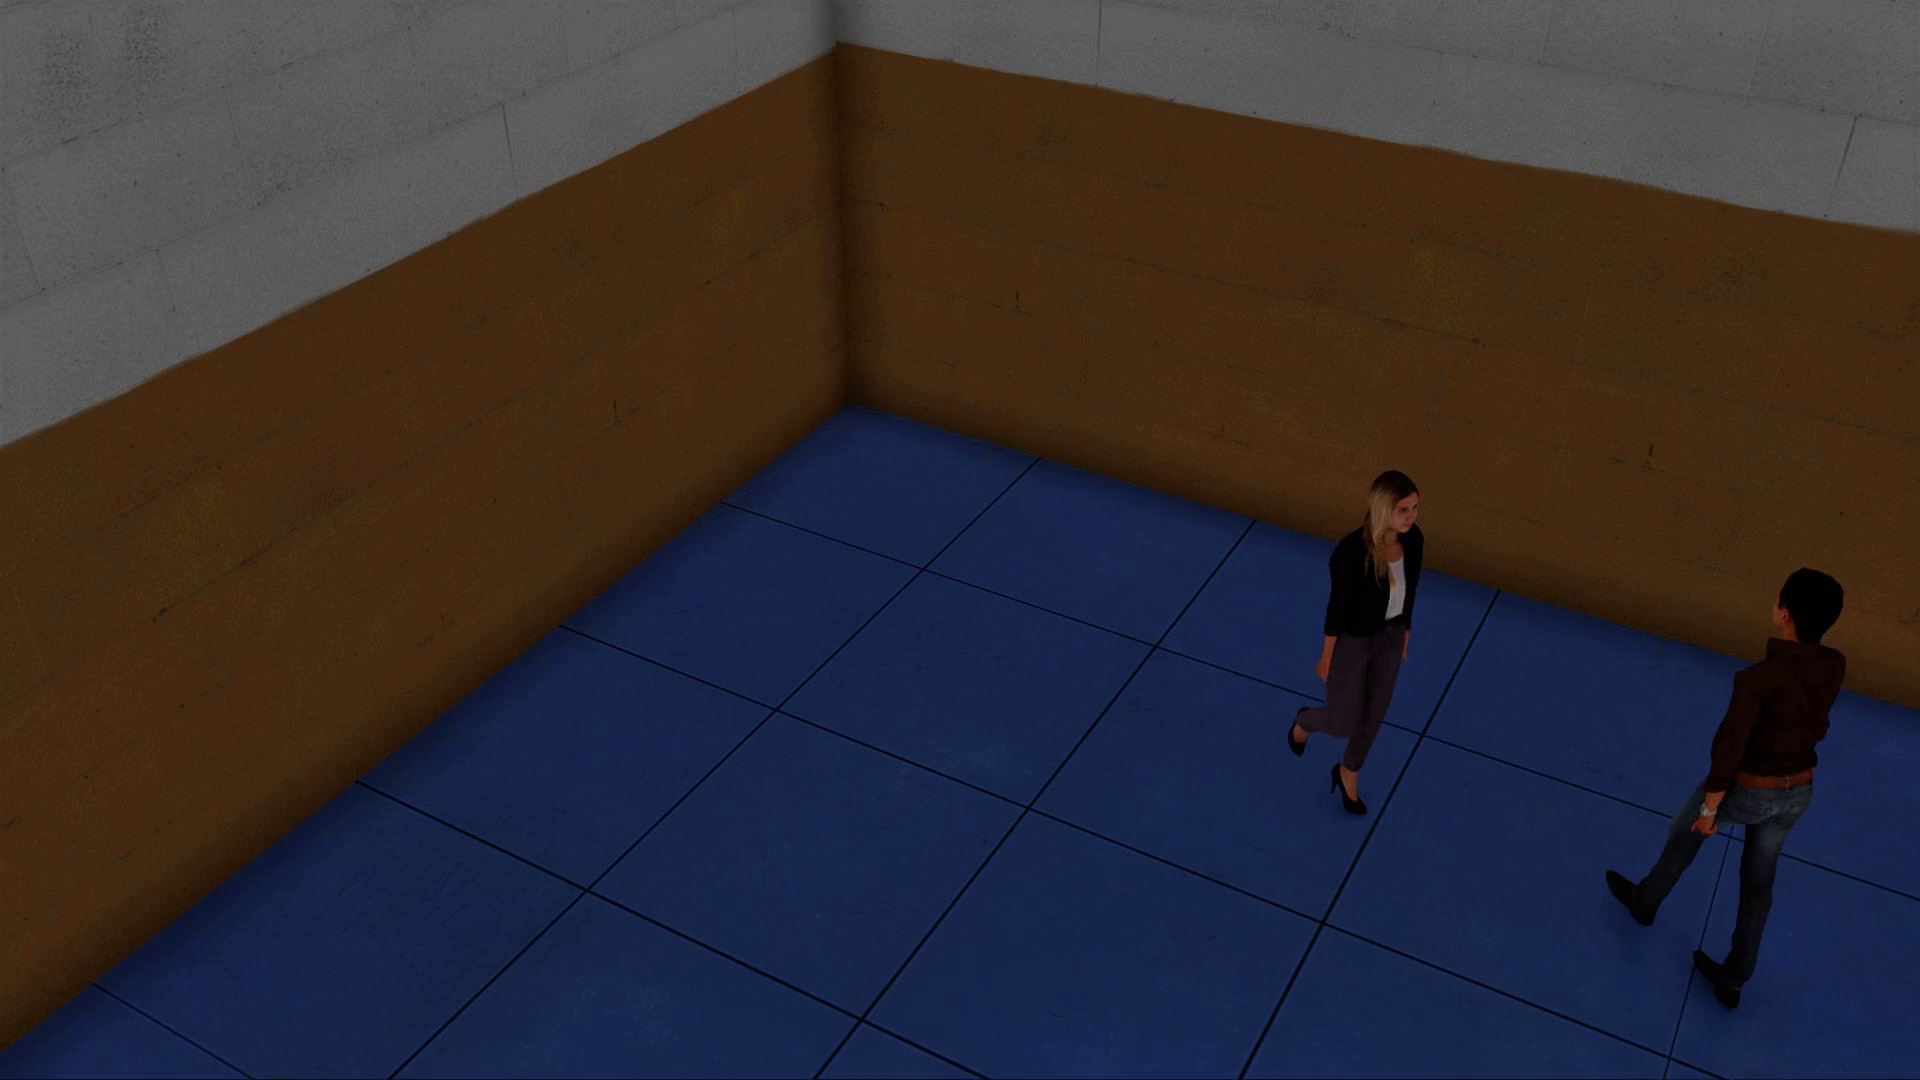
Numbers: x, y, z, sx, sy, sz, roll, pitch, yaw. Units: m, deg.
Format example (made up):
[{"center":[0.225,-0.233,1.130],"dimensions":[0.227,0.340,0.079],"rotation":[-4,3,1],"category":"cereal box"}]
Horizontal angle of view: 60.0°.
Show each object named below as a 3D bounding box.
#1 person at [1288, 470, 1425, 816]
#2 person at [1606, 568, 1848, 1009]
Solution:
[{"center":[1.594,0.407,6.848],"dimensions":[0.804,1.657,0.845],"rotation":[-16,37,-22],"category":"person"},{"center":[2.906,0.962,5.935],"dimensions":[0.985,1.744,1.048],"rotation":[-9,35,-13],"category":"person"}]
